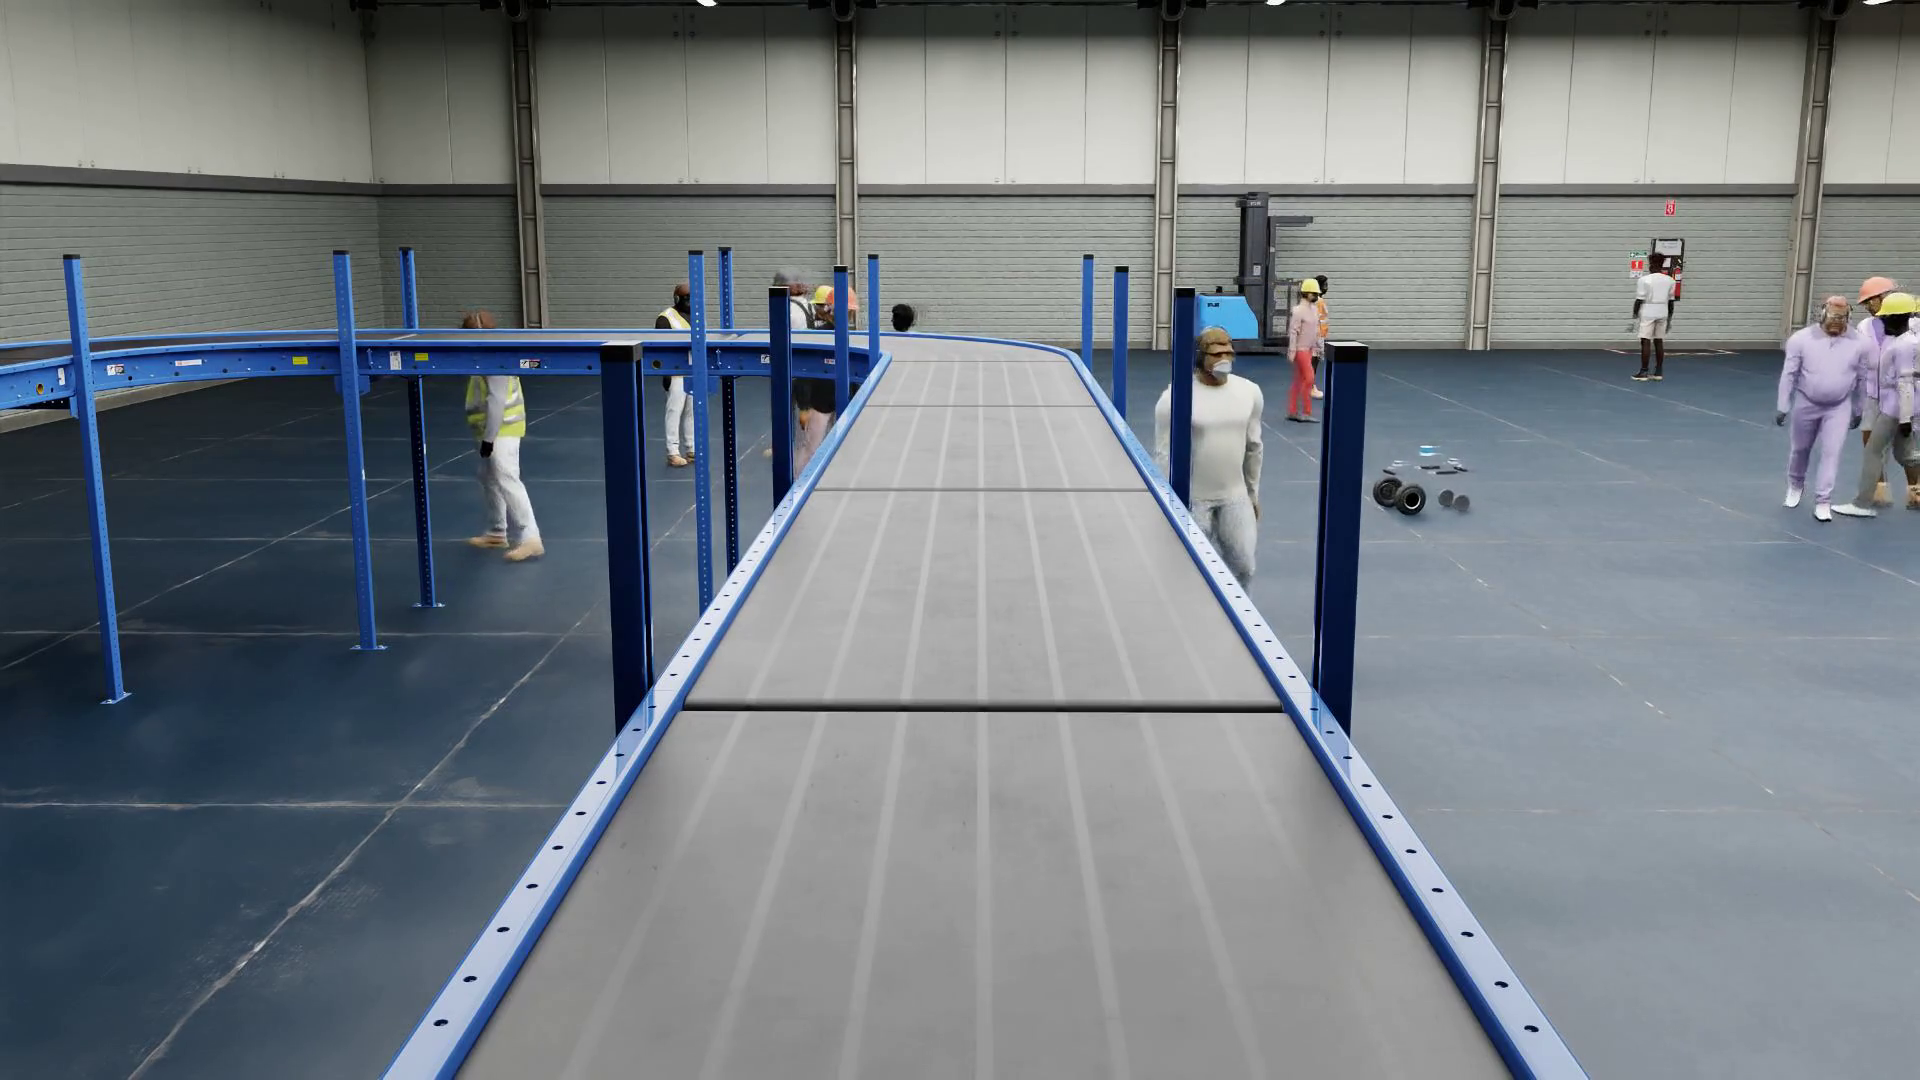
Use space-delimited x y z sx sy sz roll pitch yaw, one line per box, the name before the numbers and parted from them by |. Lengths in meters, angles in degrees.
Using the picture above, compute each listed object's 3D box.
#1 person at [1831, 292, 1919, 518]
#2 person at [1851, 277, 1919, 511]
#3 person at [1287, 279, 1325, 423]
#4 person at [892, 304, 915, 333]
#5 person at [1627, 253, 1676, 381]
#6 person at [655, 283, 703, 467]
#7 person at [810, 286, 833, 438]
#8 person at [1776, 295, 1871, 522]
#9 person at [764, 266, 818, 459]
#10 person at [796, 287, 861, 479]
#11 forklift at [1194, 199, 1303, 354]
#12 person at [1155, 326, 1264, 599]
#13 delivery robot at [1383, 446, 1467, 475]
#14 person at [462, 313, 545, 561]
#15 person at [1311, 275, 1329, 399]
person | 7.844 -1.100 13.778 0.877 1.894 0.585 8 13 35
person | 8.050 -1.244 14.282 0.413 1.988 0.842 -7 13 -33
person | 4.294 -2.297 20.279 0.678 1.744 0.541 8 14 36
person | -0.544 -1.493 16.400 0.866 1.653 0.542 5 12 23
person | 10.675 -3.434 25.680 0.657 1.949 0.462 -2 11 -9
person | -2.784 -1.685 16.904 0.429 1.840 0.629 8 14 36
person | -1.299 -1.570 16.329 0.404 1.832 0.599 -3 11 -13
person | 7.281 -1.145 14.063 0.666 1.863 0.971 4 12 22
person | -1.606 -1.828 17.228 0.836 2.000 0.697 5 12 23
person | -1.059 -1.118 13.784 0.822 1.973 0.726 10 15 43
forklift | 5.313 -4.851 30.603 1.873 2.768 1.129 0 11 1
person | 1.395 -0.191 9.019 0.663 1.914 0.783 -3 11 -14
delivery robot | 4.007 -0.696 14.315 0.698 0.223 0.335 -3 11 -11
person | -3.435 -0.776 12.388 0.527 1.797 0.788 -4 12 -17
person | 4.977 -2.831 23.160 0.315 1.696 0.541 1 11 7
